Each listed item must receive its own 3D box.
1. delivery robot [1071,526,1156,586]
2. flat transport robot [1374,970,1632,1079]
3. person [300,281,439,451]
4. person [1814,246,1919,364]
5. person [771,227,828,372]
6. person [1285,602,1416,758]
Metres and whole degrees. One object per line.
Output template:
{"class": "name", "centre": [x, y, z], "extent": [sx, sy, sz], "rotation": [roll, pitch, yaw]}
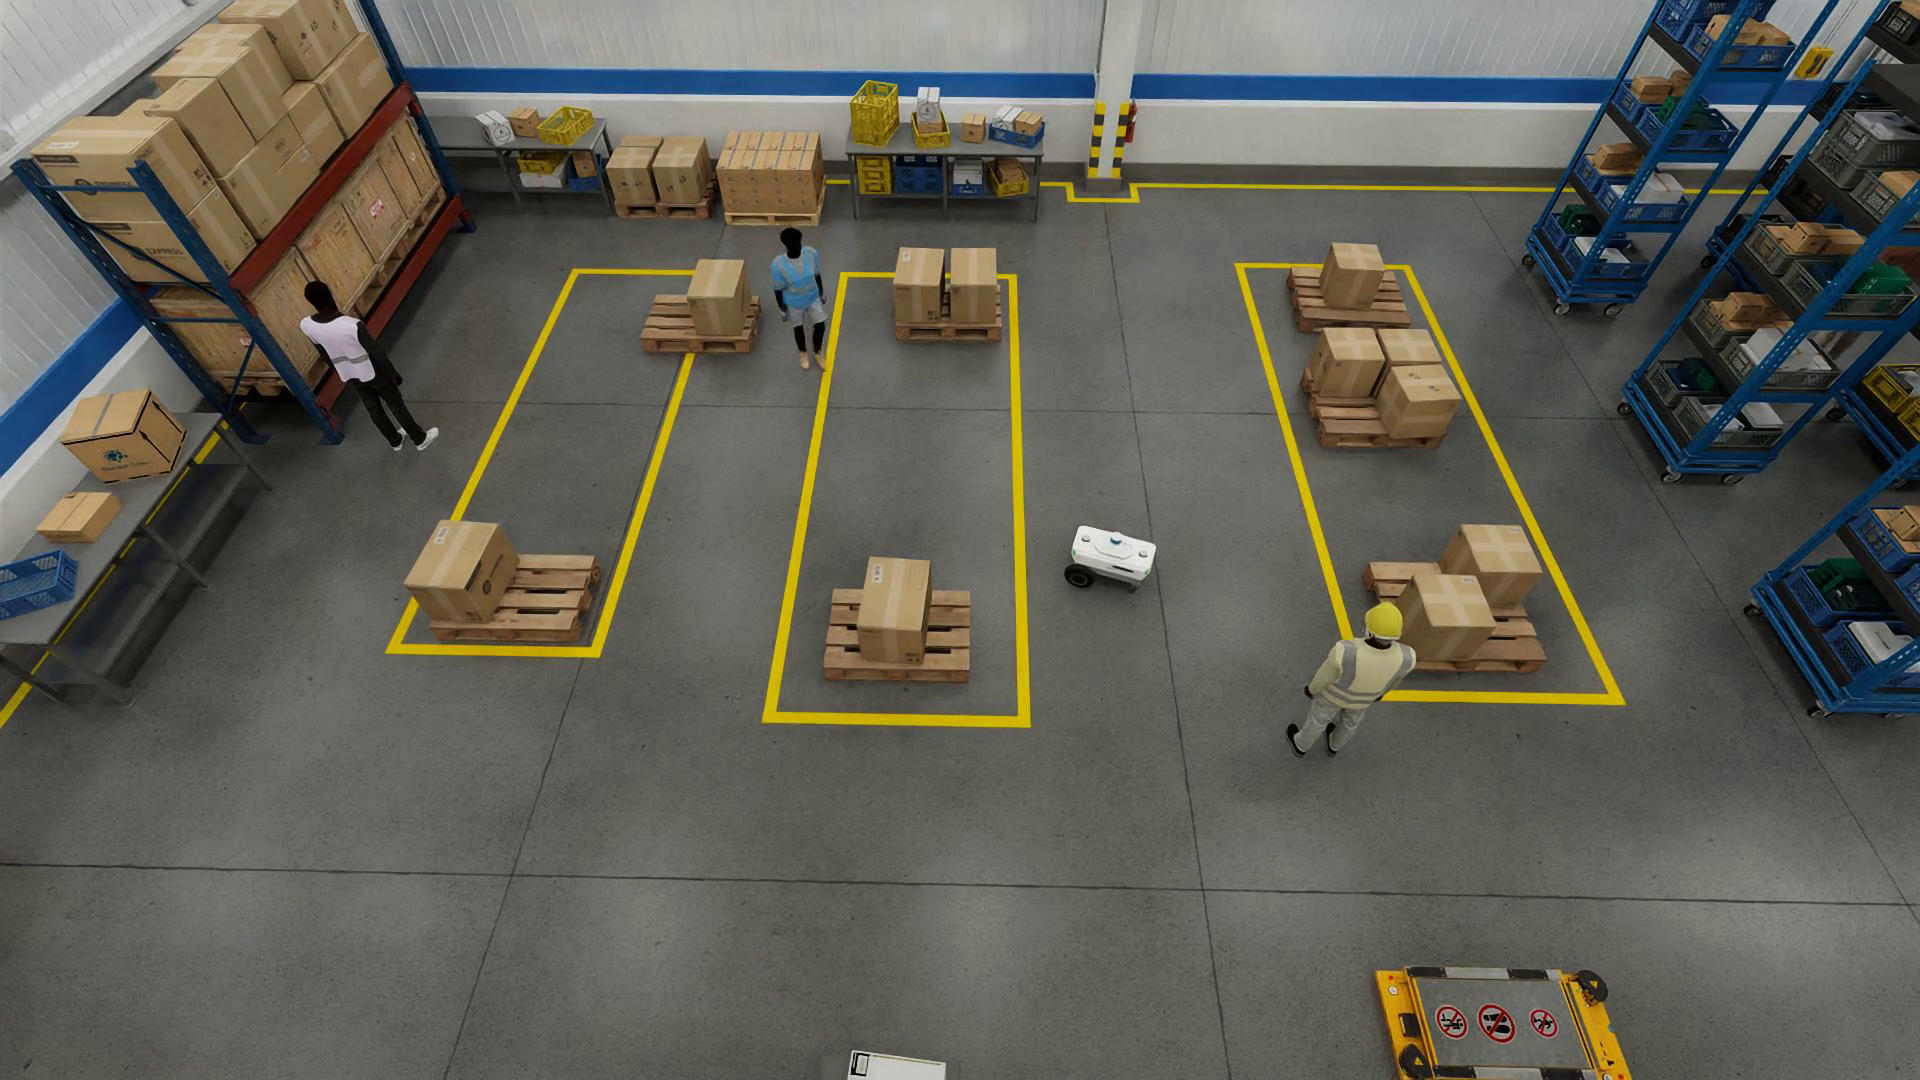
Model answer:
{"class": "delivery robot", "centre": [1.360, 0.120, 8.130], "extent": [0.707, 0.478, 0.477], "rotation": [15, 53, 12]}
{"class": "flat transport robot", "centre": [3.501, 3.133, 5.914], "extent": [1.431, 0.197, 0.652], "rotation": [1, 51, 1]}
{"class": "person", "centre": [-5.662, -1.601, 8.722], "extent": [0.591, 1.913, 0.393], "rotation": [1, 51, 1]}
{"class": "person", "centre": [9.424, -2.586, 9.477], "extent": [0.608, 1.989, 0.387], "rotation": [1, 51, 1]}
{"class": "person", "centre": [-1.640, -2.472, 9.573], "extent": [0.559, 1.681, 0.444], "rotation": [-24, 55, -18]}
{"class": "person", "centre": [2.804, 1.051, 6.616], "extent": [0.586, 1.825, 0.403], "rotation": [1, 51, 1]}
